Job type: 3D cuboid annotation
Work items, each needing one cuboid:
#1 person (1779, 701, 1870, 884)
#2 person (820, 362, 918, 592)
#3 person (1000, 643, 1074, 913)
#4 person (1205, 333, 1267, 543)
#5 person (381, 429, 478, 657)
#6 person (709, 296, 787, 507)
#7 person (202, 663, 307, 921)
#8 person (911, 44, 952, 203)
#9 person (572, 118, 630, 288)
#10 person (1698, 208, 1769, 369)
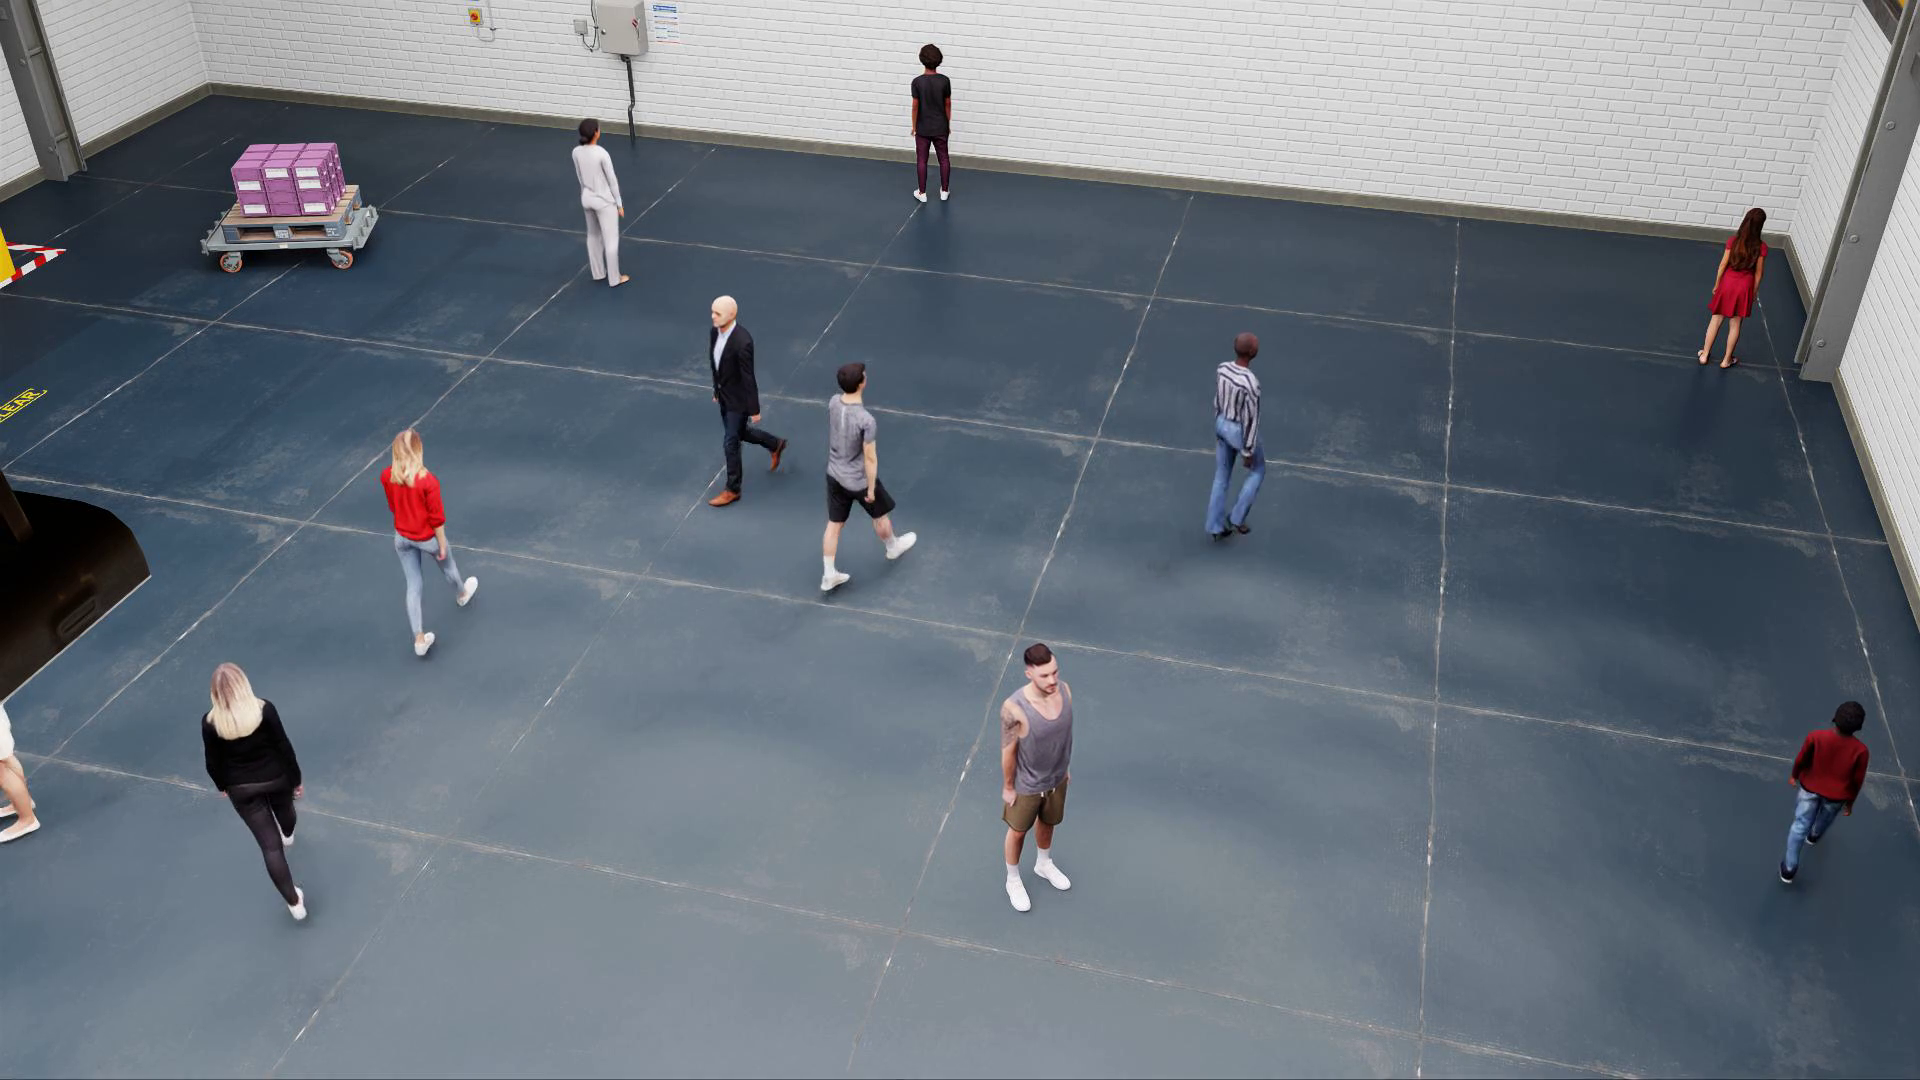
[{"bbox_3d":[5.145,1.521,9.924,0.632,1.220,0.921,16,37,22],"label":"person"},{"bbox_3d":[-0.872,-0.438,12.315,1.034,1.836,1.259,27,42,35],"label":"person"},{"bbox_3d":[0.448,1.337,9.665,0.708,1.847,0.795,-21,39,-28],"label":"person"},{"bbox_3d":[2.055,-0.741,12.823,0.876,1.779,0.825,-20,39,-28],"label":"person"},{"bbox_3d":[-3.851,0.049,11.747,0.701,1.653,1.117,5,34,8],"label":"person"},{"bbox_3d":[-1.750,-1.175,13.476,1.216,1.778,1.077,-25,41,-33],"label":"person"},{"bbox_3d":[-4.031,1.483,9.603,1.098,1.638,1.215,-14,36,-21],"label":"person"},{"bbox_3d":[-0.320,-4.708,18.786,0.711,1.784,0.723,-7,34,-11],"label":"person"},{"bbox_3d":[-3.665,-3.424,16.898,0.694,1.735,0.678,18,38,25],"label":"person"},{"bbox_3d":[7.203,-2.347,15.441,0.610,1.554,0.668,17,37,24],"label":"person"}]
